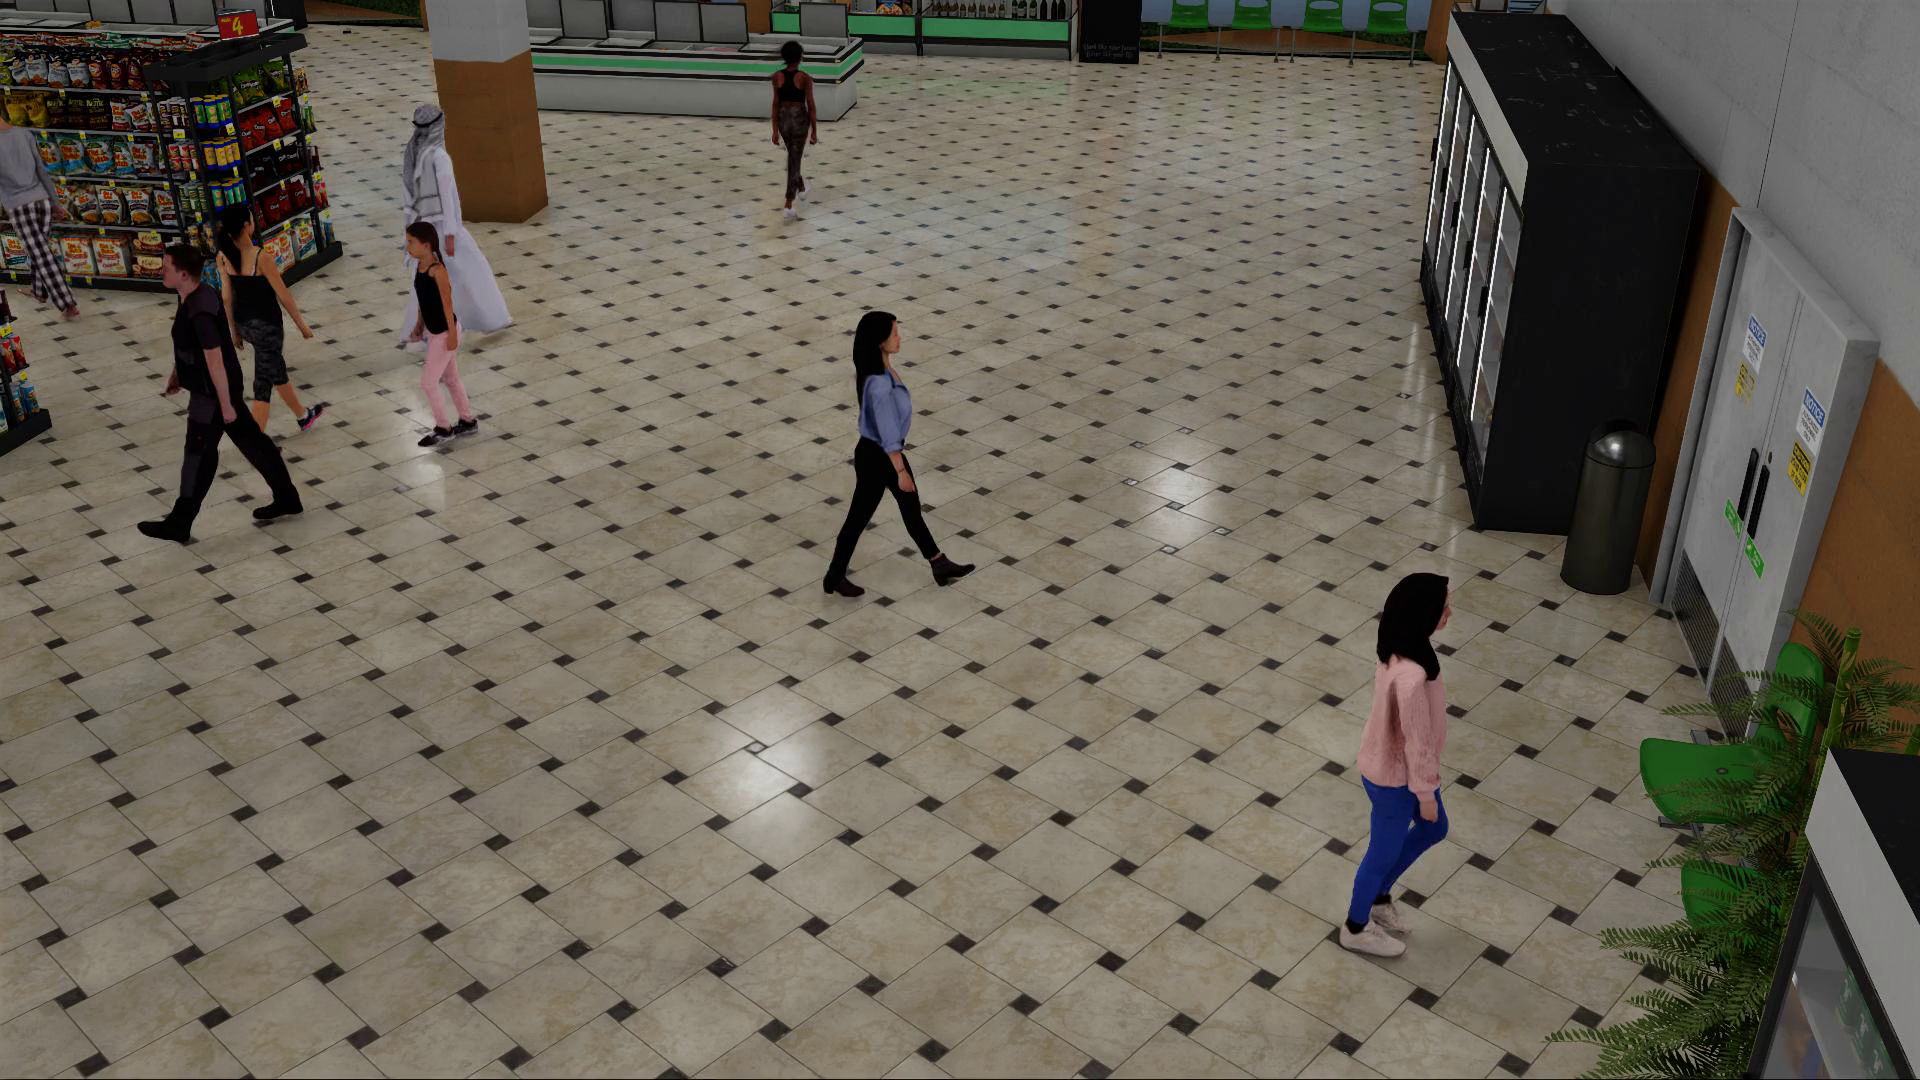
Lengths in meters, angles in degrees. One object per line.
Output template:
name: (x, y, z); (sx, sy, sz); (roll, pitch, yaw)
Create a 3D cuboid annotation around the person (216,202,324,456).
person: (-4.681, -1.329, 10.981); (1.019, 1.698, 0.773); (10, 29, 19)

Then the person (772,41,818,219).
person: (-1.638, -3.955, 16.224); (1.149, 1.639, 0.681); (6, 28, 12)

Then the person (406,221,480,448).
person: (-3.460, -1.412, 11.312); (0.808, 1.546, 0.747); (-17, 31, -30)

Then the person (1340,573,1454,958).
person: (1.621, 0.902, 6.515); (0.647, 1.758, 0.680); (8, 28, 16)

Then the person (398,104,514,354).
person: (-4.078, -2.318, 12.741); (1.315, 1.869, 1.089); (17, 31, 30)

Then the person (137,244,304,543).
person: (-4.361, -0.878, 9.979); (1.285, 1.799, 1.116); (-10, 29, -19)

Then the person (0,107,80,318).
person: (-7.524, -2.683, 13.534); (1.180, 1.804, 0.918); (19, 33, 33)

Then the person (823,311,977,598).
person: (-0.540, -0.406, 9.157); (1.172, 1.700, 0.842); (-2, 27, -4)
